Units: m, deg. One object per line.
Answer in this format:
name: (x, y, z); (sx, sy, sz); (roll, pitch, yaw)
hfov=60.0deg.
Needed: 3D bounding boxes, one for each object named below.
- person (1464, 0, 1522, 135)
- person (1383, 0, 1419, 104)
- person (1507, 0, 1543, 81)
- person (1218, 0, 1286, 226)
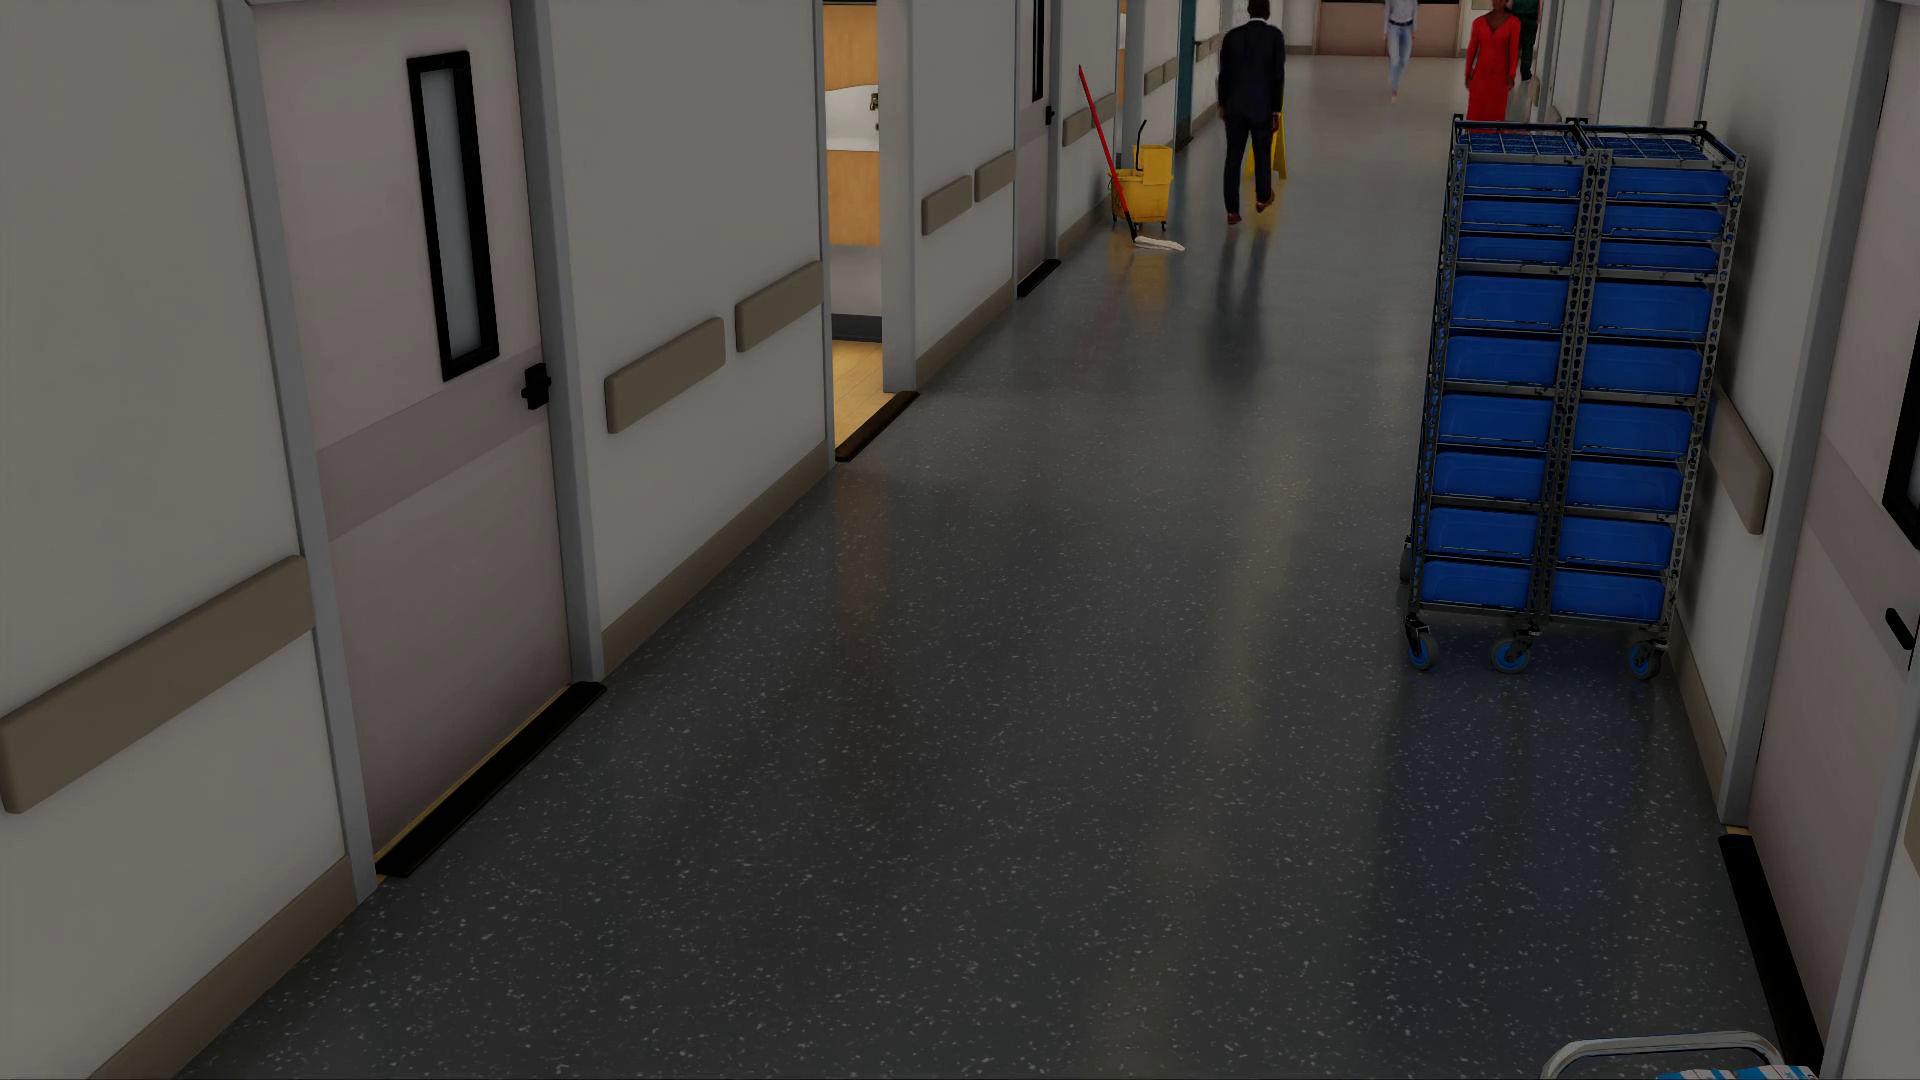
person: (5.093, -4.383, 15.885); (0.716, 1.773, 0.804); (11, 24, 27)
person: (5.782, -6.676, 21.924); (0.701, 1.783, 0.891); (1, 21, 4)
person: (8.503, -7.891, 25.049); (0.685, 1.842, 0.636); (9, 23, 23)
person: (2.286, -3.386, 13.248); (0.827, 1.777, 1.204); (8, 22, 21)
